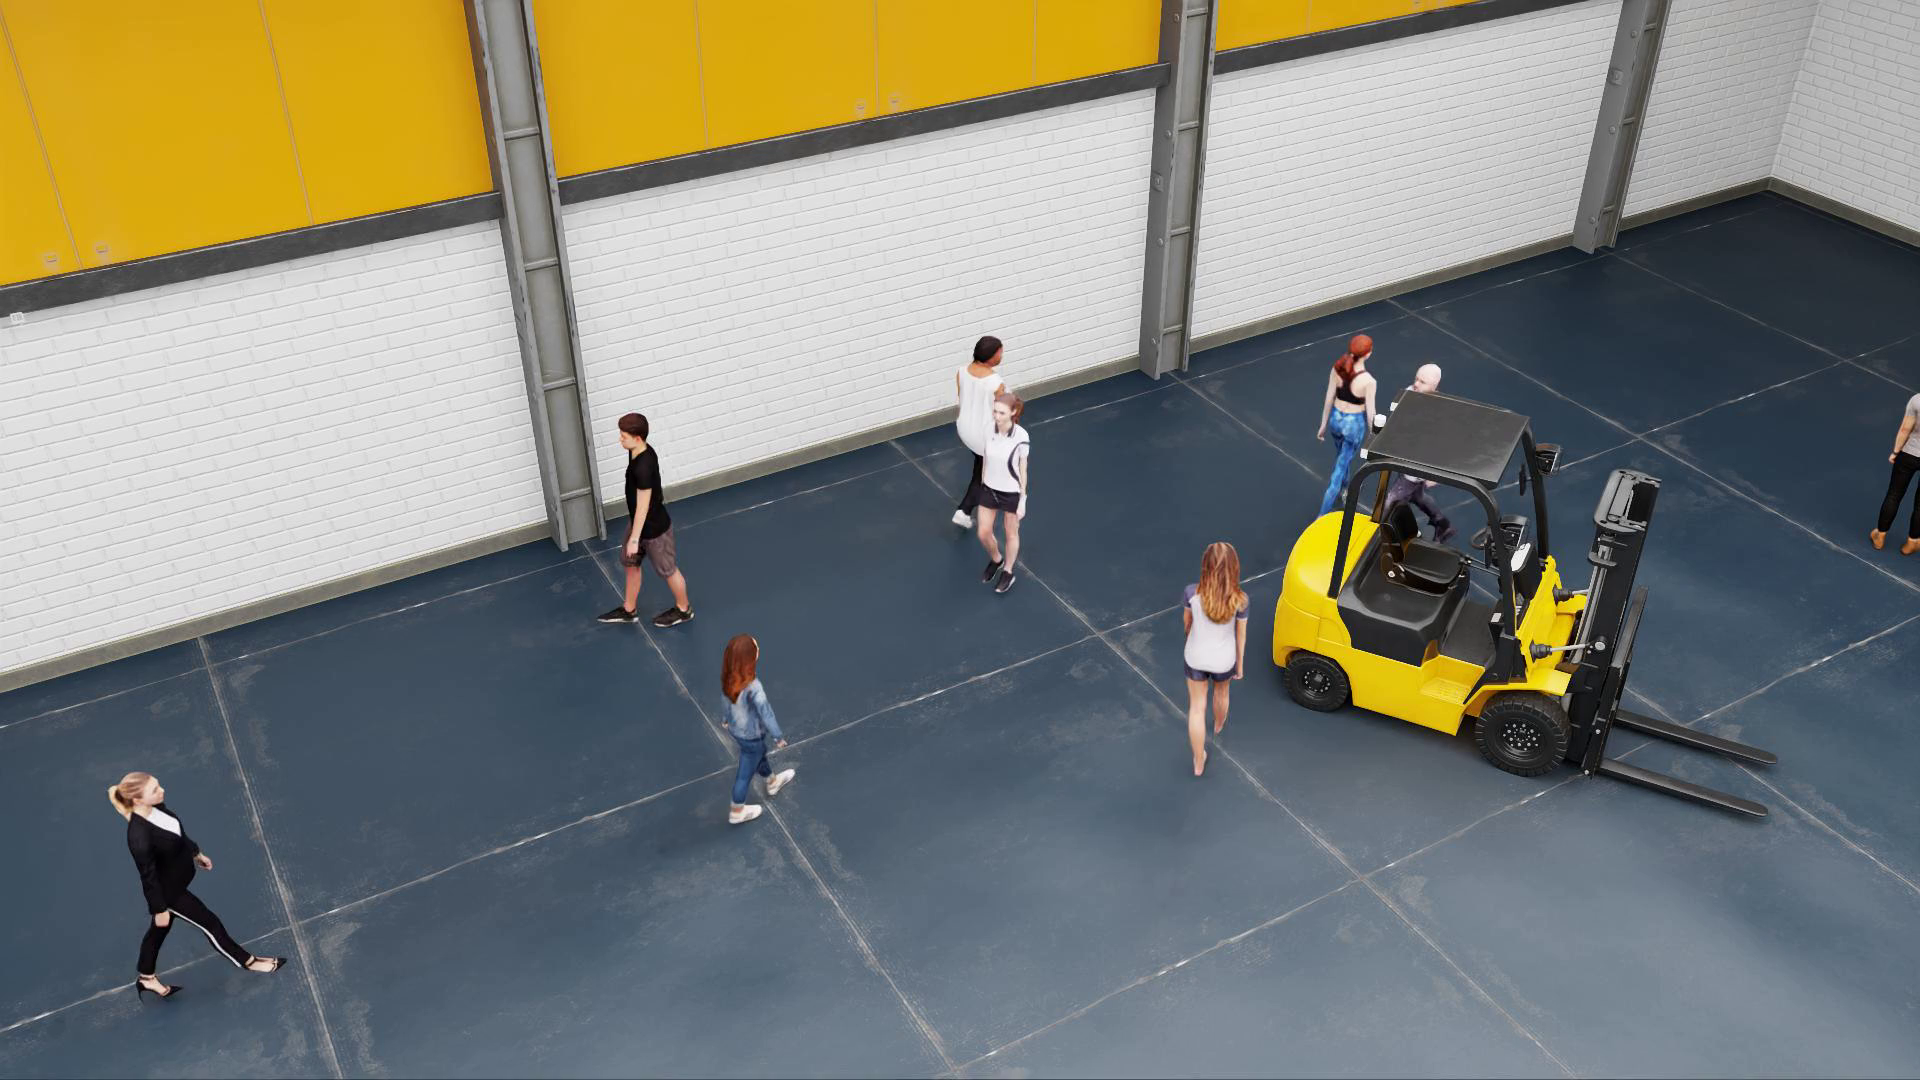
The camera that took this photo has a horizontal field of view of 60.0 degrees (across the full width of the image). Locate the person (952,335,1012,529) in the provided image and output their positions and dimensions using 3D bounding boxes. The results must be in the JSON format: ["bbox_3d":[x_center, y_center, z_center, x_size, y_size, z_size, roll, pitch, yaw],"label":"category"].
[{"bbox_3d":[0.155,-0.871,13.688,1.108,1.662,0.797,-28,43,-35],"label":"person"}]

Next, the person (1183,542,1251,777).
[{"bbox_3d":[1.654,0.851,11.063,0.952,1.701,0.981,6,34,9],"label":"person"}]

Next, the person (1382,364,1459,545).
[{"bbox_3d":[3.665,-0.603,13.155,1.315,1.807,0.933,-6,34,-9],"label":"person"}]

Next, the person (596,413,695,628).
[{"bbox_3d":[-2.234,-0.134,12.421,0.972,1.837,0.722,-14,36,-20],"label":"person"}]

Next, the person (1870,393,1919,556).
[{"bbox_3d":[7.722,-0.671,13.338,0.681,1.716,0.677,20,39,28],"label":"person"}]

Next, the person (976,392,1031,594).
[{"bbox_3d":[0.387,-0.400,12.908,0.691,1.741,0.746,13,36,19],"label":"person"}]

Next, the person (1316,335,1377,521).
[{"bbox_3d":[3.087,-0.815,13.521,0.767,1.754,1.112,28,42,35],"label":"person"}]

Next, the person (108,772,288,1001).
[{"bbox_3d":[-4.545,1.991,9.391,1.109,1.653,0.769,-10,35,-15],"label":"person"}]

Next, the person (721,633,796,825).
[{"bbox_3d":[-1.428,1.247,10.682,0.849,1.463,0.675,-24,41,-32],"label":"person"}]
